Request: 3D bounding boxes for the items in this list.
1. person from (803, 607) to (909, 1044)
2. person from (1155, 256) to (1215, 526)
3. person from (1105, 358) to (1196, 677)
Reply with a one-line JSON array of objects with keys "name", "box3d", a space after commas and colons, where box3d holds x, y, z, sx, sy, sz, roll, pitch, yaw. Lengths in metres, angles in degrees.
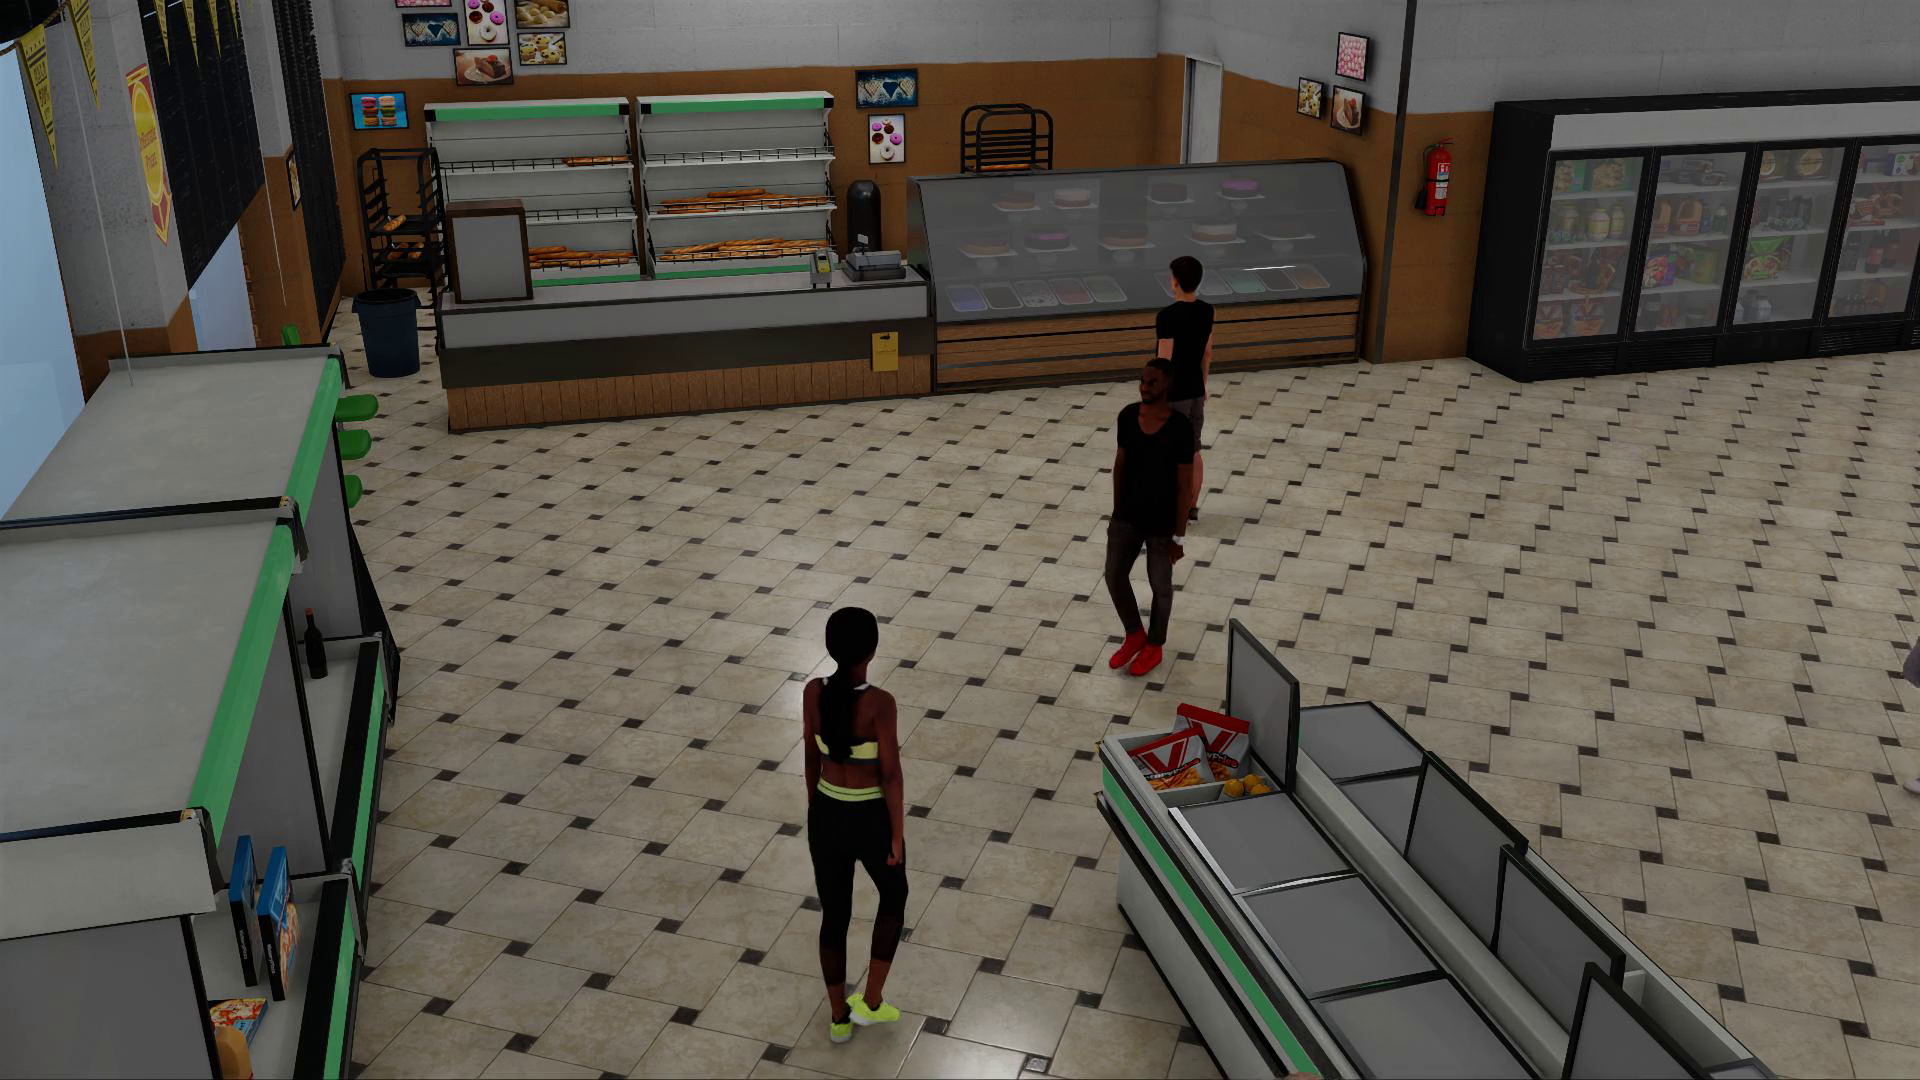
[{"name": "person", "box3d": [-0.434, 1.109, 6.073, 0.703, 1.740, 0.751, 7, 23, 18]}, {"name": "person", "box3d": [1.466, -0.973, 11.092, 0.770, 1.861, 0.732, -17, 27, -36]}, {"name": "person", "box3d": [1.084, -0.142, 9.108, 0.749, 1.798, 0.830, 15, 27, 33]}]
